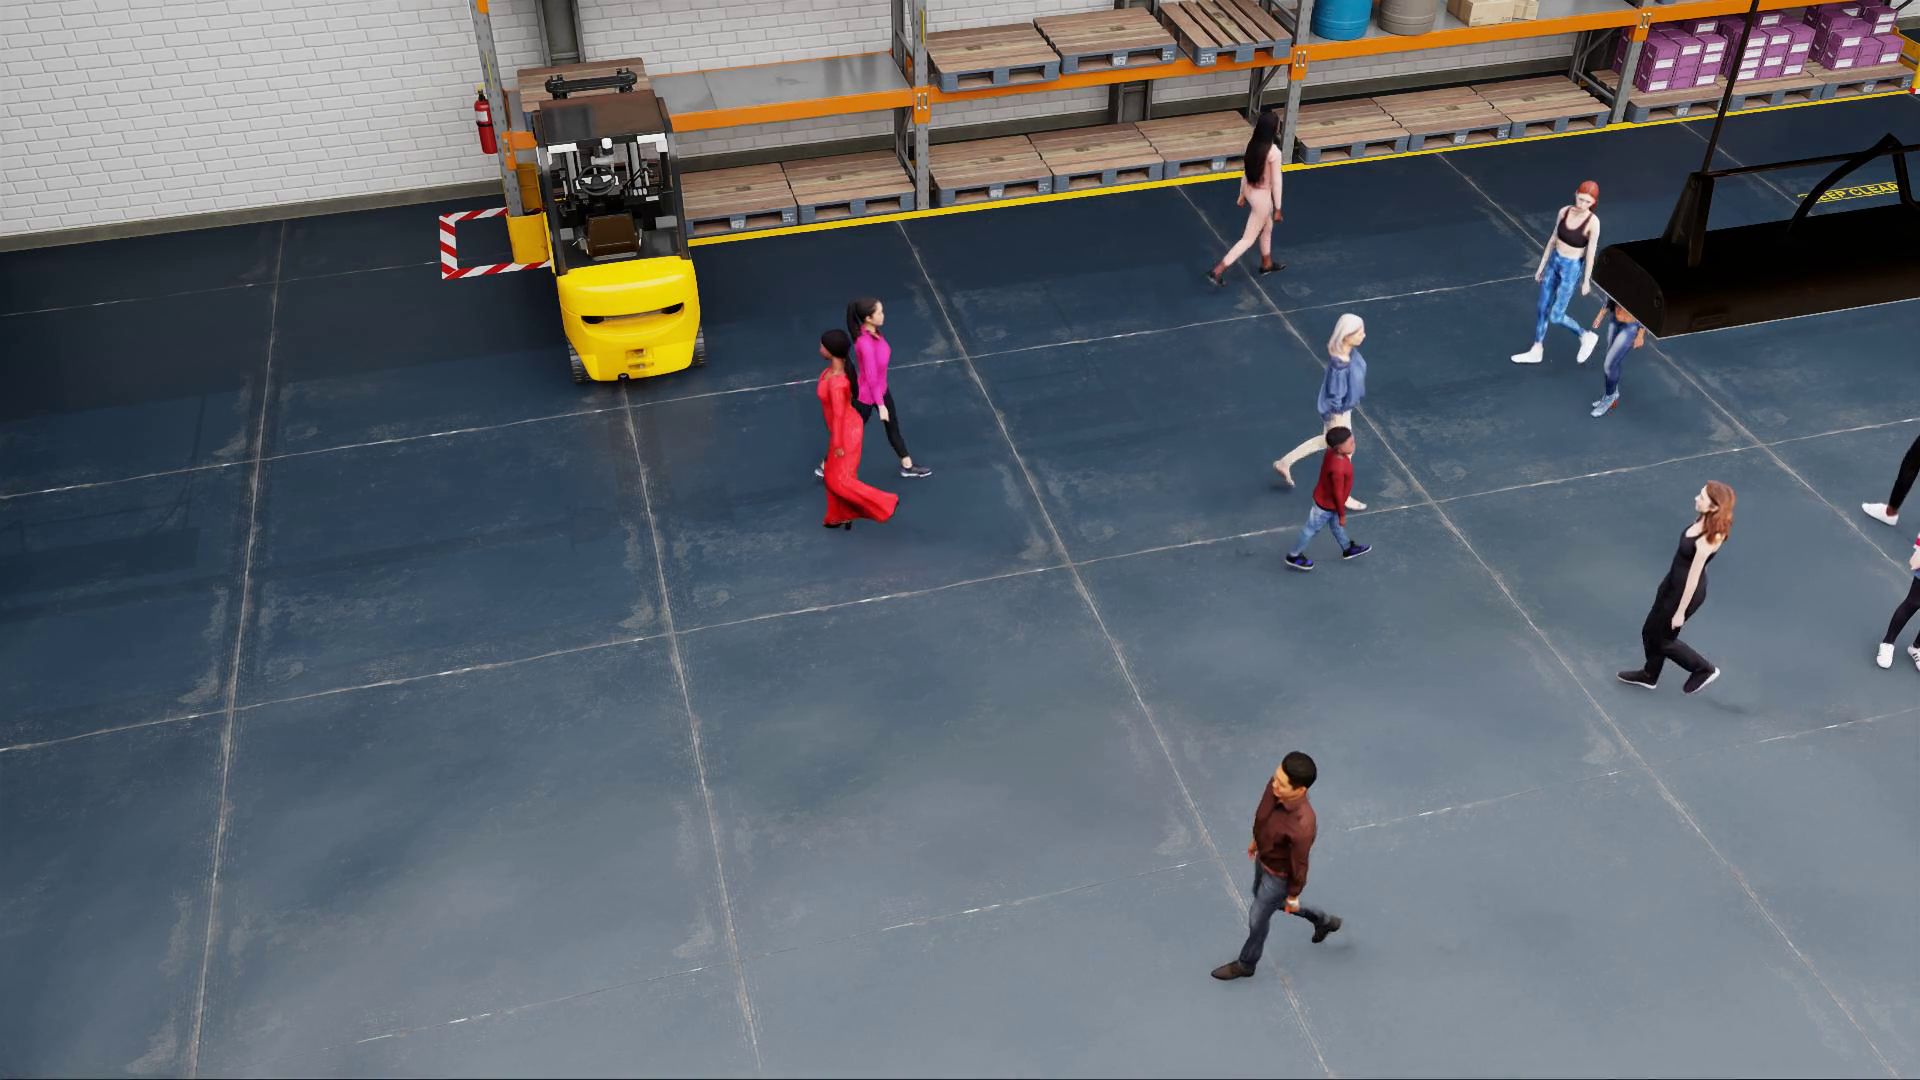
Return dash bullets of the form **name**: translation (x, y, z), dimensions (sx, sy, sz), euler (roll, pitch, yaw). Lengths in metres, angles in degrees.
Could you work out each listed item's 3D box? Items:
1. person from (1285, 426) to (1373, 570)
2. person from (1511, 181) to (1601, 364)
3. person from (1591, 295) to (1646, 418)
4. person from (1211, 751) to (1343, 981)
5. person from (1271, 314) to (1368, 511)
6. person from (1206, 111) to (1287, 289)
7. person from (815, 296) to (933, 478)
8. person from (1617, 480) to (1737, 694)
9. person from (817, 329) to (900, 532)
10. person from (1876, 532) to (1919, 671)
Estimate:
- **person**: translation (2.625, -0.295, 12.143), dimensions (0.922, 1.230, 0.711), euler (4, 39, 5)
- **person**: translation (5.224, -2.247, 14.160), dimensions (0.855, 1.775, 0.634), euler (-14, 41, -17)
- **person**: translation (5.529, -1.765, 13.677), dimensions (0.590, 1.613, 0.625), euler (-8, 39, -10)
- **person**: translation (1.822, 1.780, 9.118), dimensions (1.022, 1.763, 0.722), euler (-6, 39, -7)
- **person**: translation (2.798, -0.984, 12.654), dimensions (1.106, 1.679, 0.942), euler (9, 39, 11)
- **person**: translation (2.665, -3.070, 15.254), dimensions (1.198, 1.683, 0.765), euler (-15, 41, -18)
- **person**: translation (-0.793, -1.112, 12.836), dimensions (1.226, 1.651, 0.863), euler (3, 39, 3)
- **person**: translation (4.839, 0.362, 10.918), dimensions (0.947, 1.732, 0.829), euler (10, 40, 12)
- **person**: translation (-0.780, -0.764, 12.305), dimensions (0.913, 1.771, 0.757), euler (0, 39, 0)
- **person**: translation (6.643, 0.119, 11.160), dimensions (0.638, 1.809, 0.784), euler (8, 39, 10)
